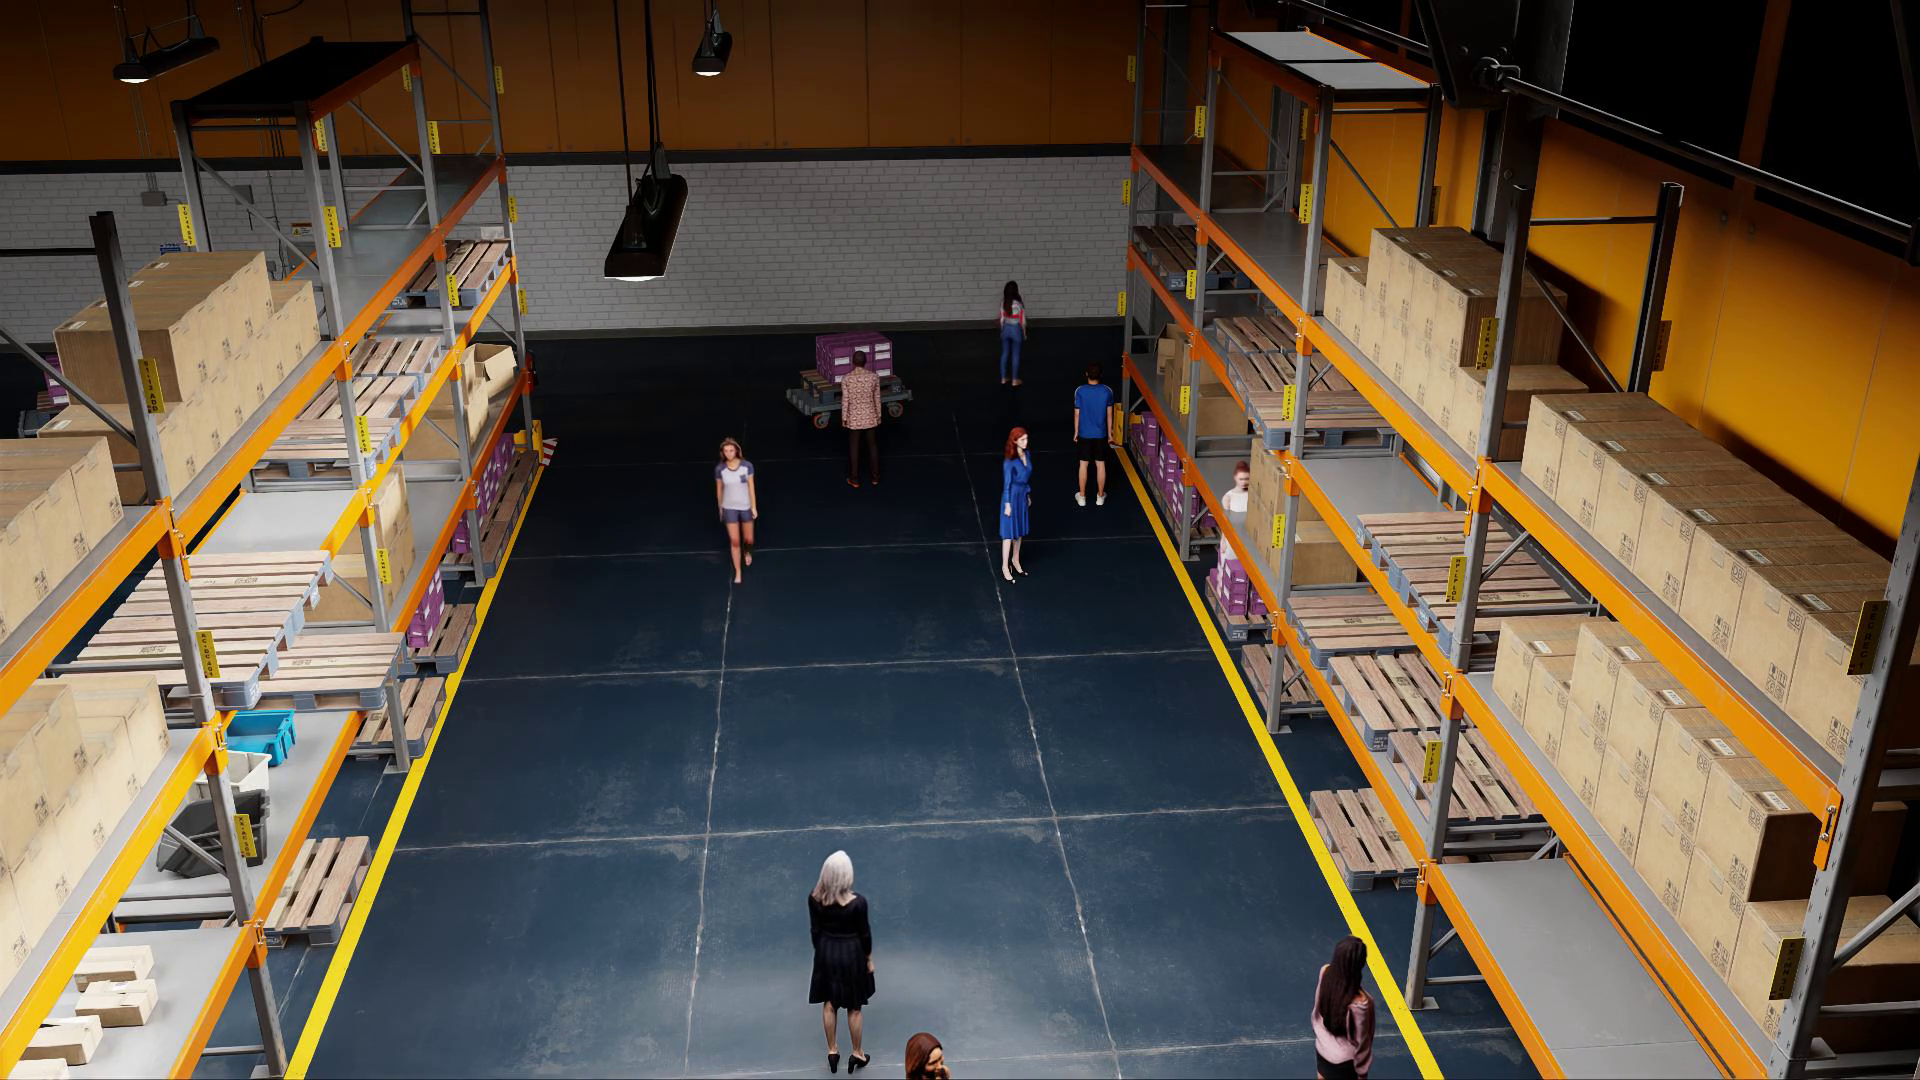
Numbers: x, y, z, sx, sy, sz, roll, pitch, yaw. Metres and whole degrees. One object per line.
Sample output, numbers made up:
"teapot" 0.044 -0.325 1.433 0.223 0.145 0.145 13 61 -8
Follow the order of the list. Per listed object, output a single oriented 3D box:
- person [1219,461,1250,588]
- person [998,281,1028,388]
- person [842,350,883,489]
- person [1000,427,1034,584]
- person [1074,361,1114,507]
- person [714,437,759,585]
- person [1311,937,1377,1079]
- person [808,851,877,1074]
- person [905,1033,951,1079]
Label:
"person" 2.960 0.001 17.773 0.584 1.791 0.538 -5 24 -11
"person" 0.787 -3.130 25.156 0.671 1.614 0.694 13 27 28
"person" -1.255 -1.555 21.310 0.720 1.808 0.653 -7 24 -15
"person" 0.636 -0.409 18.666 0.774 1.827 0.709 17 29 34
"person" 1.655 -1.342 20.752 0.648 1.866 0.573 -1 24 -1
"person" -2.502 -0.369 18.721 0.614 1.709 0.764 -2 24 -6
"person" 2.359 3.231 10.358 0.757 1.811 0.609 -12 26 -26
"person" -0.802 2.859 11.290 0.671 1.746 0.660 5 24 11
"person" -0.192 3.581 9.527 0.722 1.835 0.643 15 28 30
